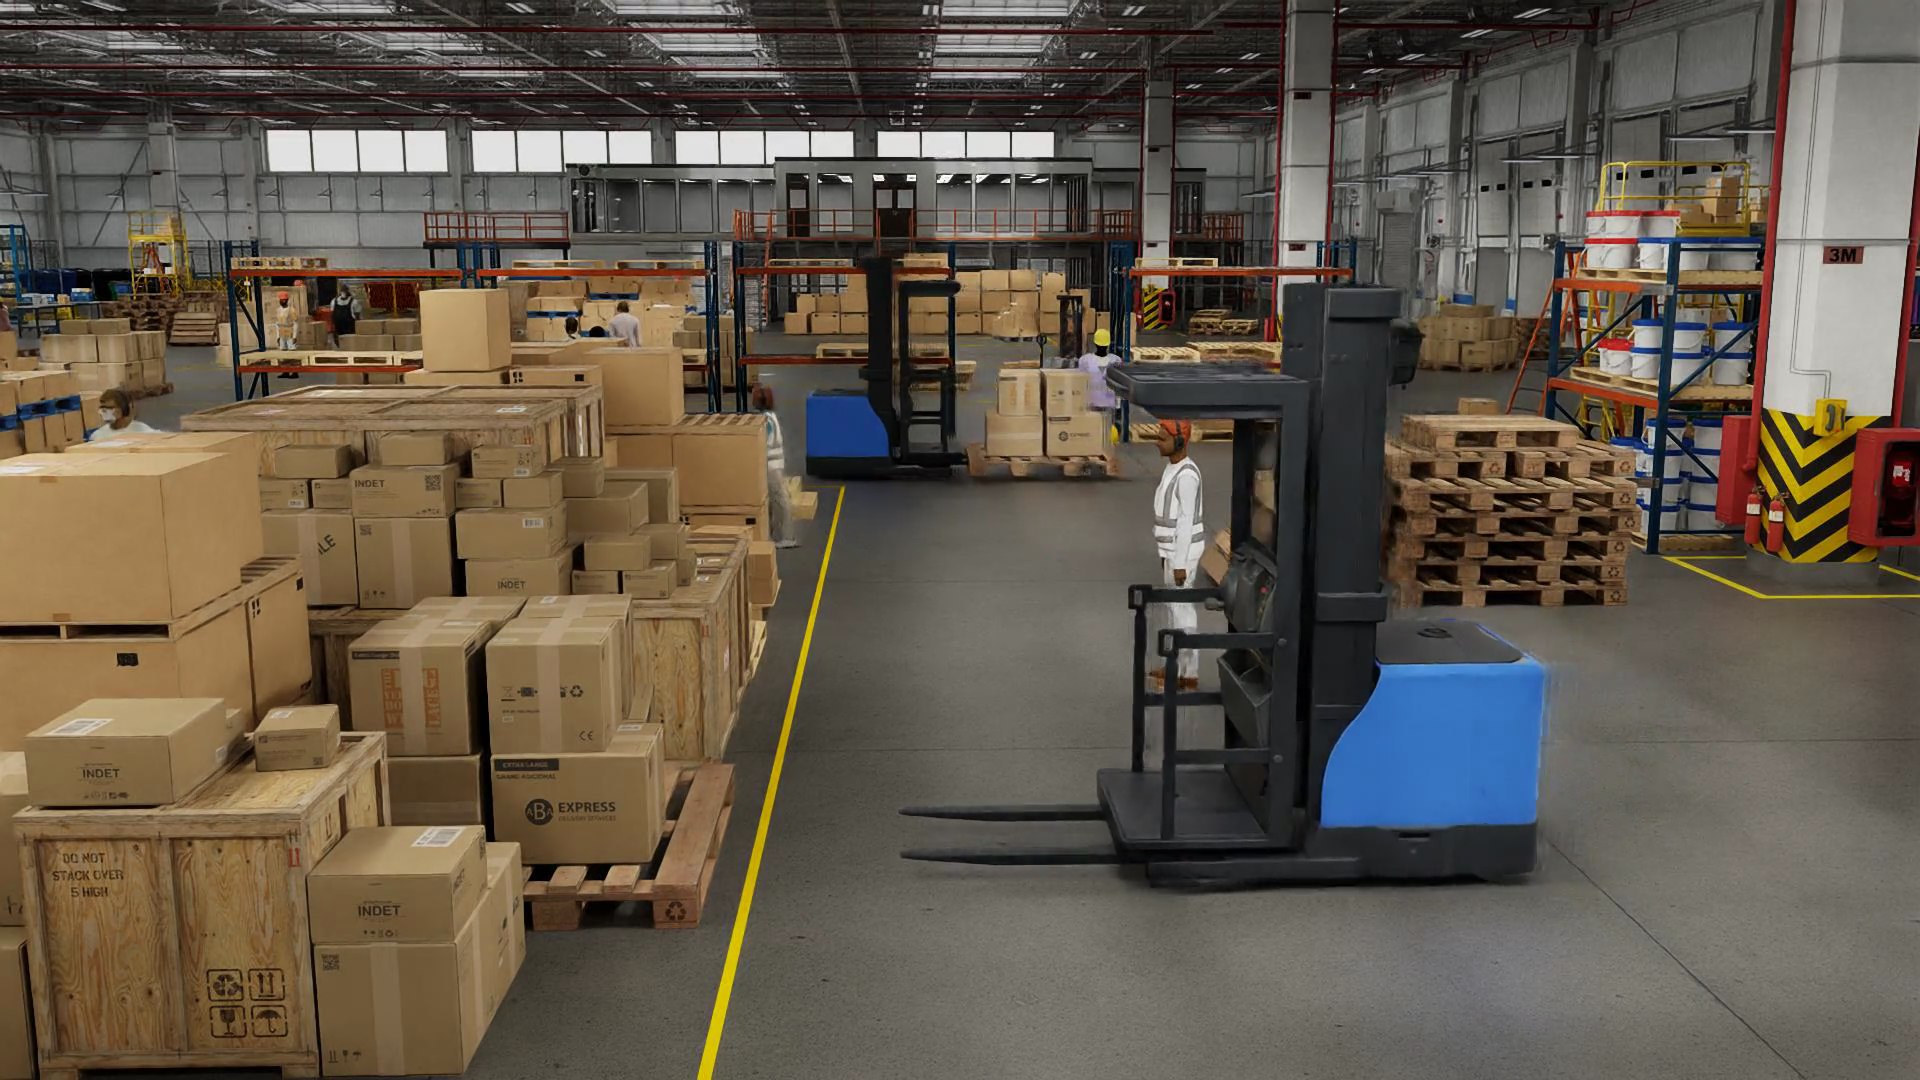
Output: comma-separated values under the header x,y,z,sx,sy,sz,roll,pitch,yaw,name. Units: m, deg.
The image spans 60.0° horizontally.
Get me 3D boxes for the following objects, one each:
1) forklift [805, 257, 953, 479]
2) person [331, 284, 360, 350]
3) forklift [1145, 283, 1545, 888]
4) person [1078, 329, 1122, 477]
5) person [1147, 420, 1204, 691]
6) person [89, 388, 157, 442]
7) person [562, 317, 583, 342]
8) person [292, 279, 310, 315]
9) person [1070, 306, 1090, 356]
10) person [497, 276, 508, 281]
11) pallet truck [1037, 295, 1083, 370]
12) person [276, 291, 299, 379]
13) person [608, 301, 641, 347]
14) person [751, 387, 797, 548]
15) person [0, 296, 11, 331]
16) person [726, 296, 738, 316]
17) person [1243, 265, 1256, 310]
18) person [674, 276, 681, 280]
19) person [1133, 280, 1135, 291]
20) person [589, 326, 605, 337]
x,y,z,sx,sy,sz,roll,pitch,yaw,name
-1.049,-2.237,21.442,1.873,2.768,1.129,0,10,-2,forklift
-15.036,-5.266,40.654,0.713,2.000,0.536,0,10,-1,person
1.792,0.162,8.076,1.873,2.768,1.129,0,10,-2,forklift
1.814,-1.770,21.520,0.585,1.919,0.374,-1,10,-7,person
1.476,0.091,11.287,0.351,1.878,0.568,0,10,0,person
-6.610,-0.272,13.259,0.630,1.897,1.014,1,10,5,person
-6.166,-2.637,26.555,0.336,1.845,0.513,5,11,26,person
-18.673,-6.402,47.186,0.616,1.971,0.521,4,11,22,person
2.515,-4.084,35.074,0.399,1.686,0.537,8,13,37,person
-20.142,-11.025,73.174,0.583,1.882,0.337,-5,11,-26,person
2.483,-3.881,33.060,1.885,1.965,0.823,-7,13,-36,pallet truck
-14.971,-4.545,36.933,0.553,1.933,0.368,4,11,23,person
-6.523,-3.707,32.426,0.670,1.894,0.966,-4,11,-21,person
-2.005,-0.705,16.464,0.826,1.601,0.543,-1,10,-4,person
-22.861,-4.945,39.630,0.524,1.770,0.315,1,10,3,person
-4.869,-4.368,36.145,0.311,1.865,0.534,6,12,29,person
12.893,-11.233,74.098,0.654,1.961,0.849,0,10,-2,person
-9.455,-7.915,55.748,0.490,1.921,0.553,-7,12,-34,person
6.719,-9.729,66.092,0.464,1.834,0.652,1,10,6,person
-4.926,-1.931,22.458,0.596,1.909,0.390,5,11,27,person
